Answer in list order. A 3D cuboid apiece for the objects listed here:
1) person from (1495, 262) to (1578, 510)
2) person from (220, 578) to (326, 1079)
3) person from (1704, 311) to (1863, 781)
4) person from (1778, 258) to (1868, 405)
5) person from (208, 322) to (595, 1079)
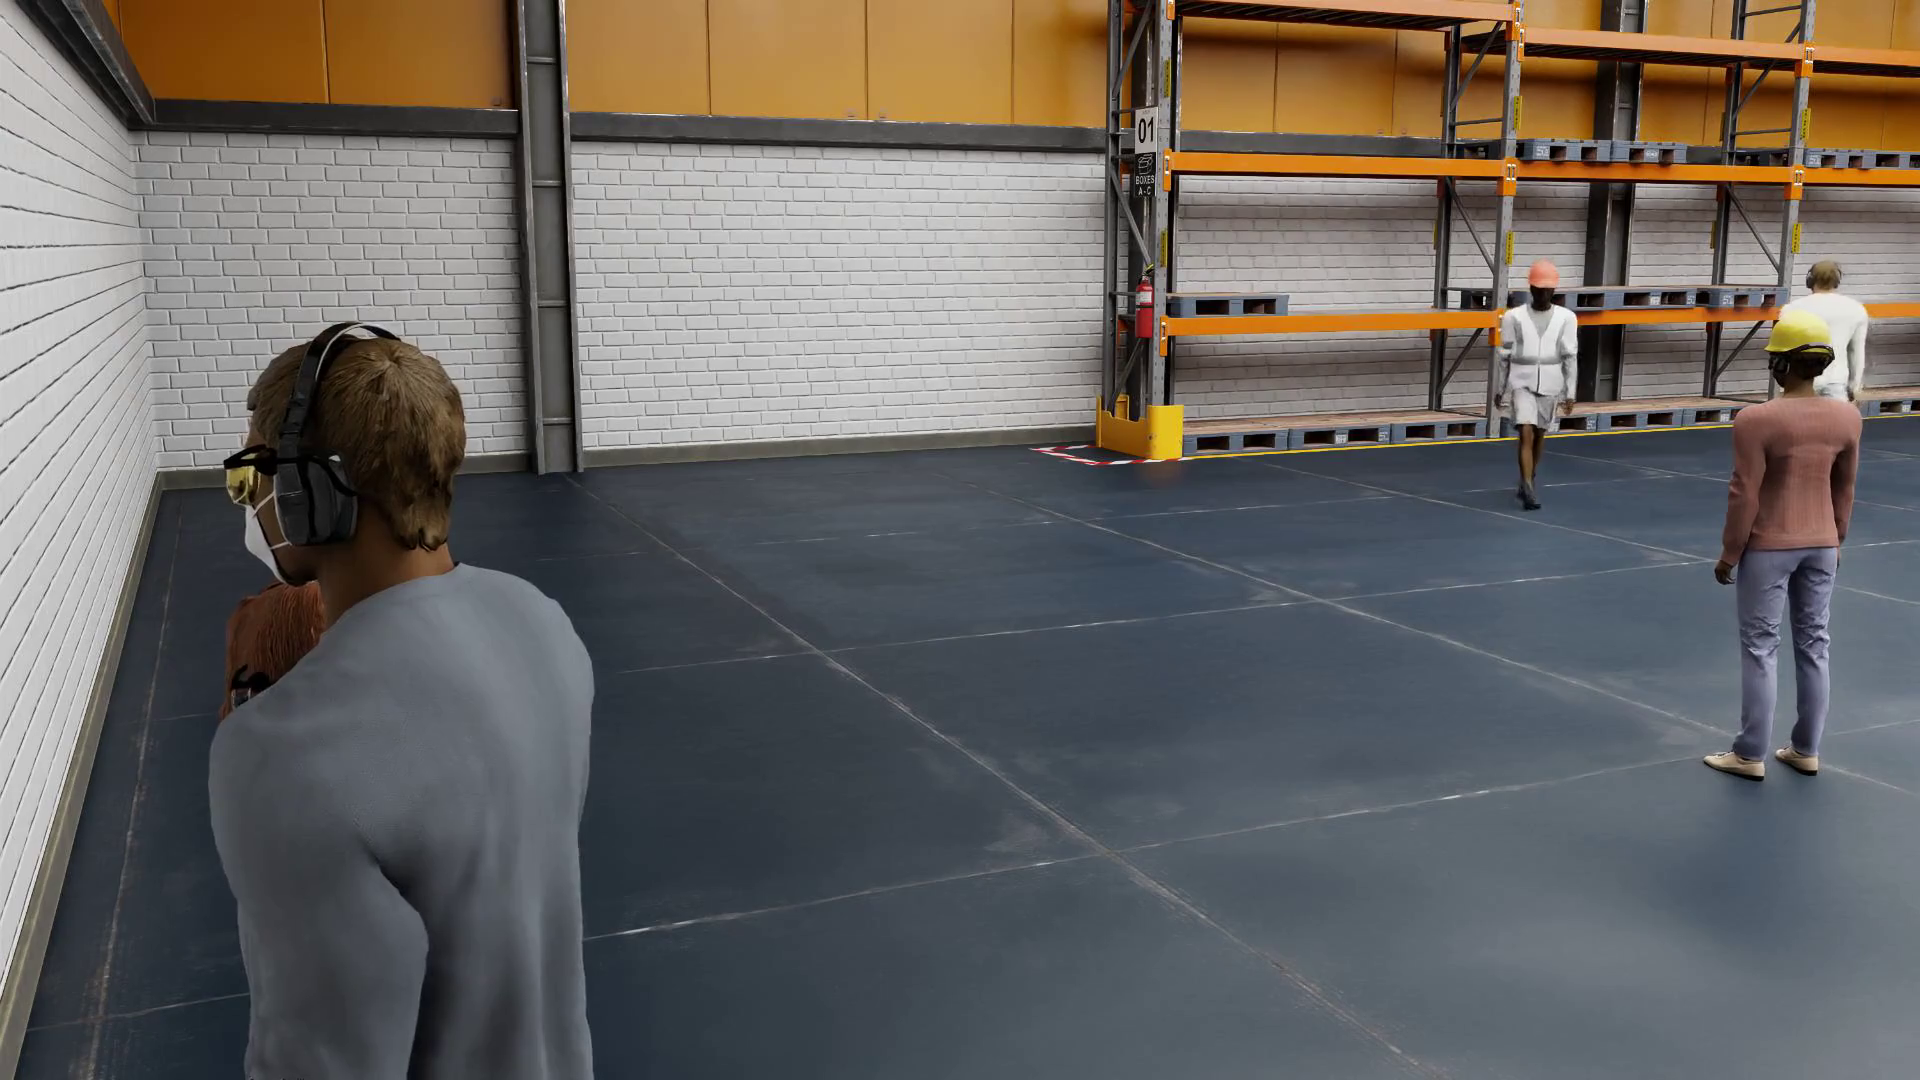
[{"bbox_3d":[4.432,-1.189,12.793,0.569,1.880,1.010,2,10,11],"label":"person"},{"bbox_3d":[-0.737,0.841,2.139,0.287,1.625,0.497,1,10,7],"label":"person"},{"bbox_3d":[3.095,0.030,6.261,0.526,1.768,0.315,-2,10,-12],"label":"person"},{"bbox_3d":[6.514,-1.173,12.590,0.640,1.904,0.932,2,10,10],"label":"person"},{"bbox_3d":[-0.592,0.730,1.875,0.356,1.938,0.633,2,10,9],"label":"person"}]
